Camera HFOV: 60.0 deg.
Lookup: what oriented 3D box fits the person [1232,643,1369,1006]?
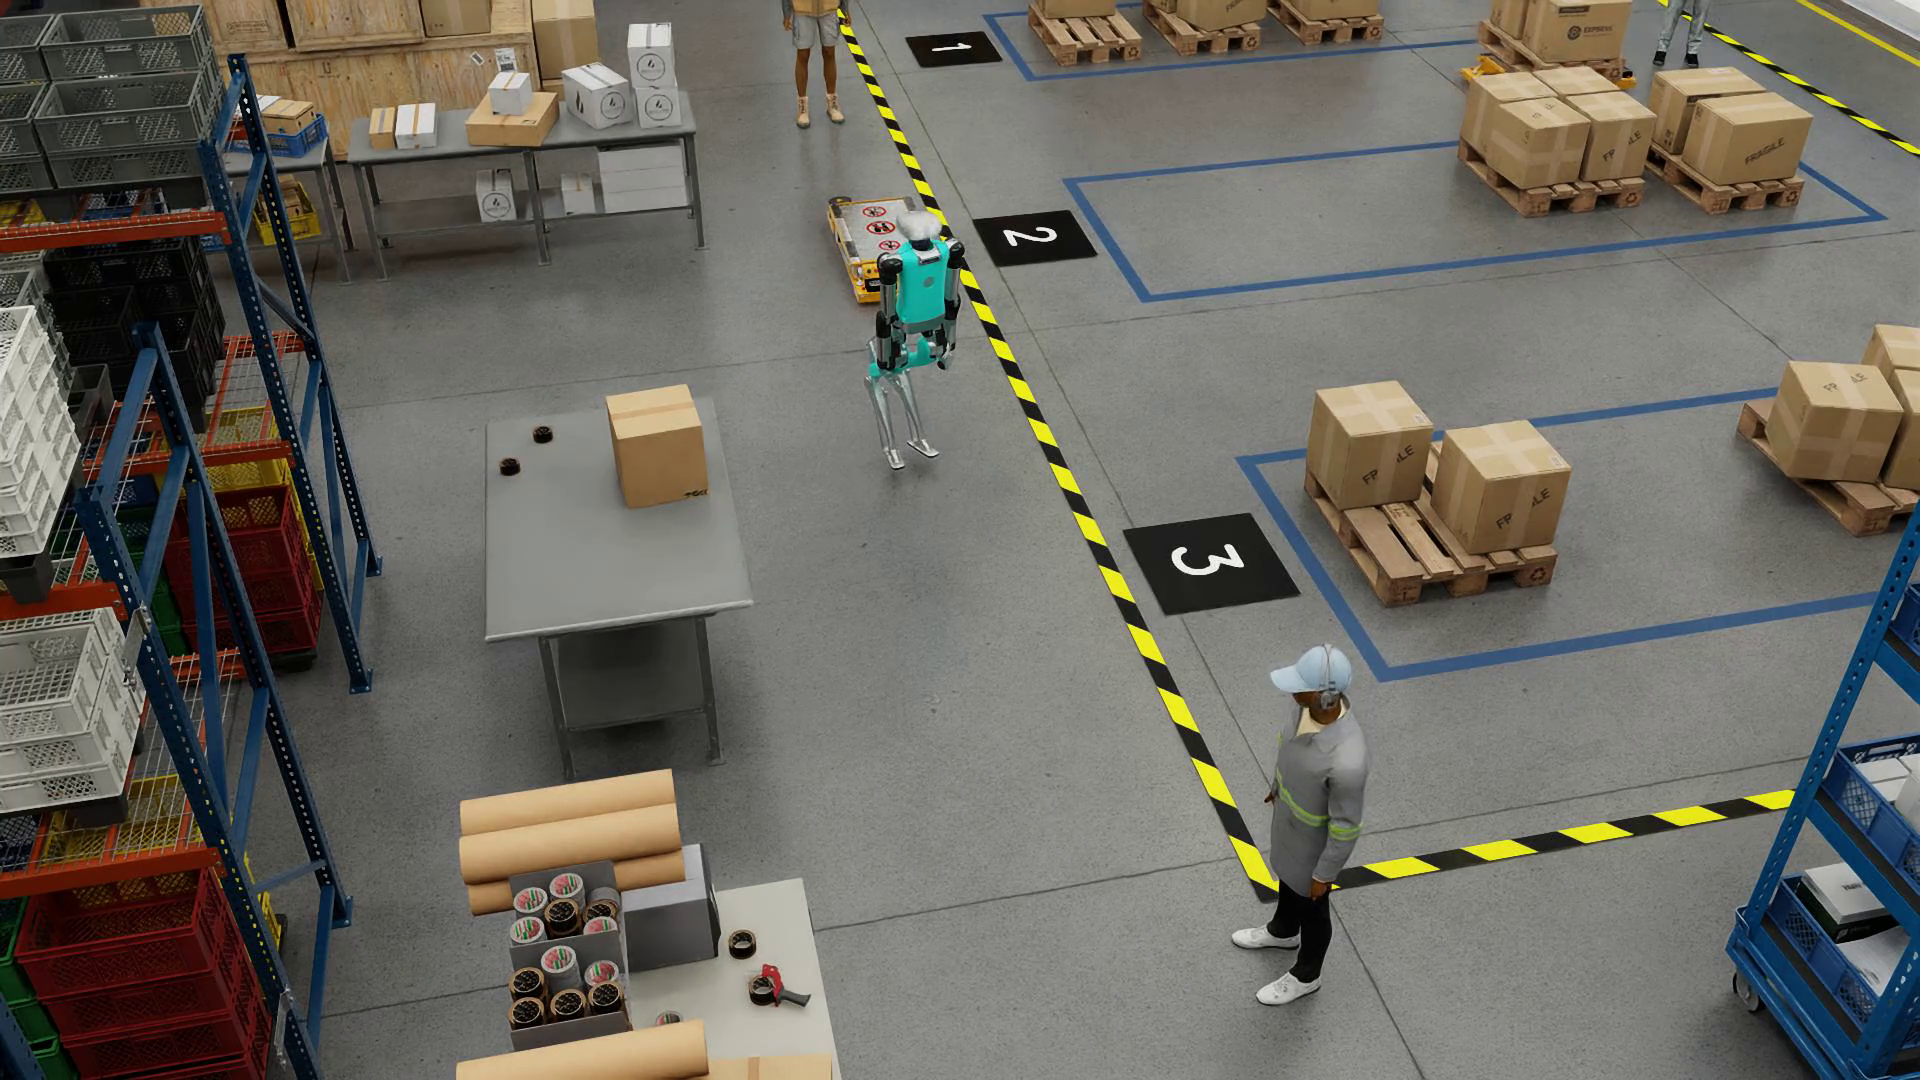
[{"bbox_3d":[1.361,1.146,6.687,0.397,1.850,0.597,-6,37,-8],"label":"person"}]

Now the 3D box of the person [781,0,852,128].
[{"bbox_3d":[-1.224,-4.539,14.169,0.604,2.045,0.375,-9,38,-12],"label":"person"}]

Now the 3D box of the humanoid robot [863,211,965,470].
[{"bbox_3d":[-0.344,-1.245,9.885,0.533,1.675,0.735,-19,41,-23],"label":"humanoid robot"}]

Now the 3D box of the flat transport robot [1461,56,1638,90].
[{"bbox_3d":[5.439,-4.325,15.344,1.431,0.197,0.652,-8,37,-10],"label":"flat transport robot"}]

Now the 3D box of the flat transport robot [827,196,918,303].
[{"bbox_3d":[-0.570,-2.220,12.538,0.659,0.231,1.431,-8,37,-10],"label":"flat transport robot"}]

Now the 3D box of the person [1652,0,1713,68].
[{"bbox_3d":[6.844,-5.297,15.359,0.593,1.837,0.404,8,37,11],"label":"person"}]
